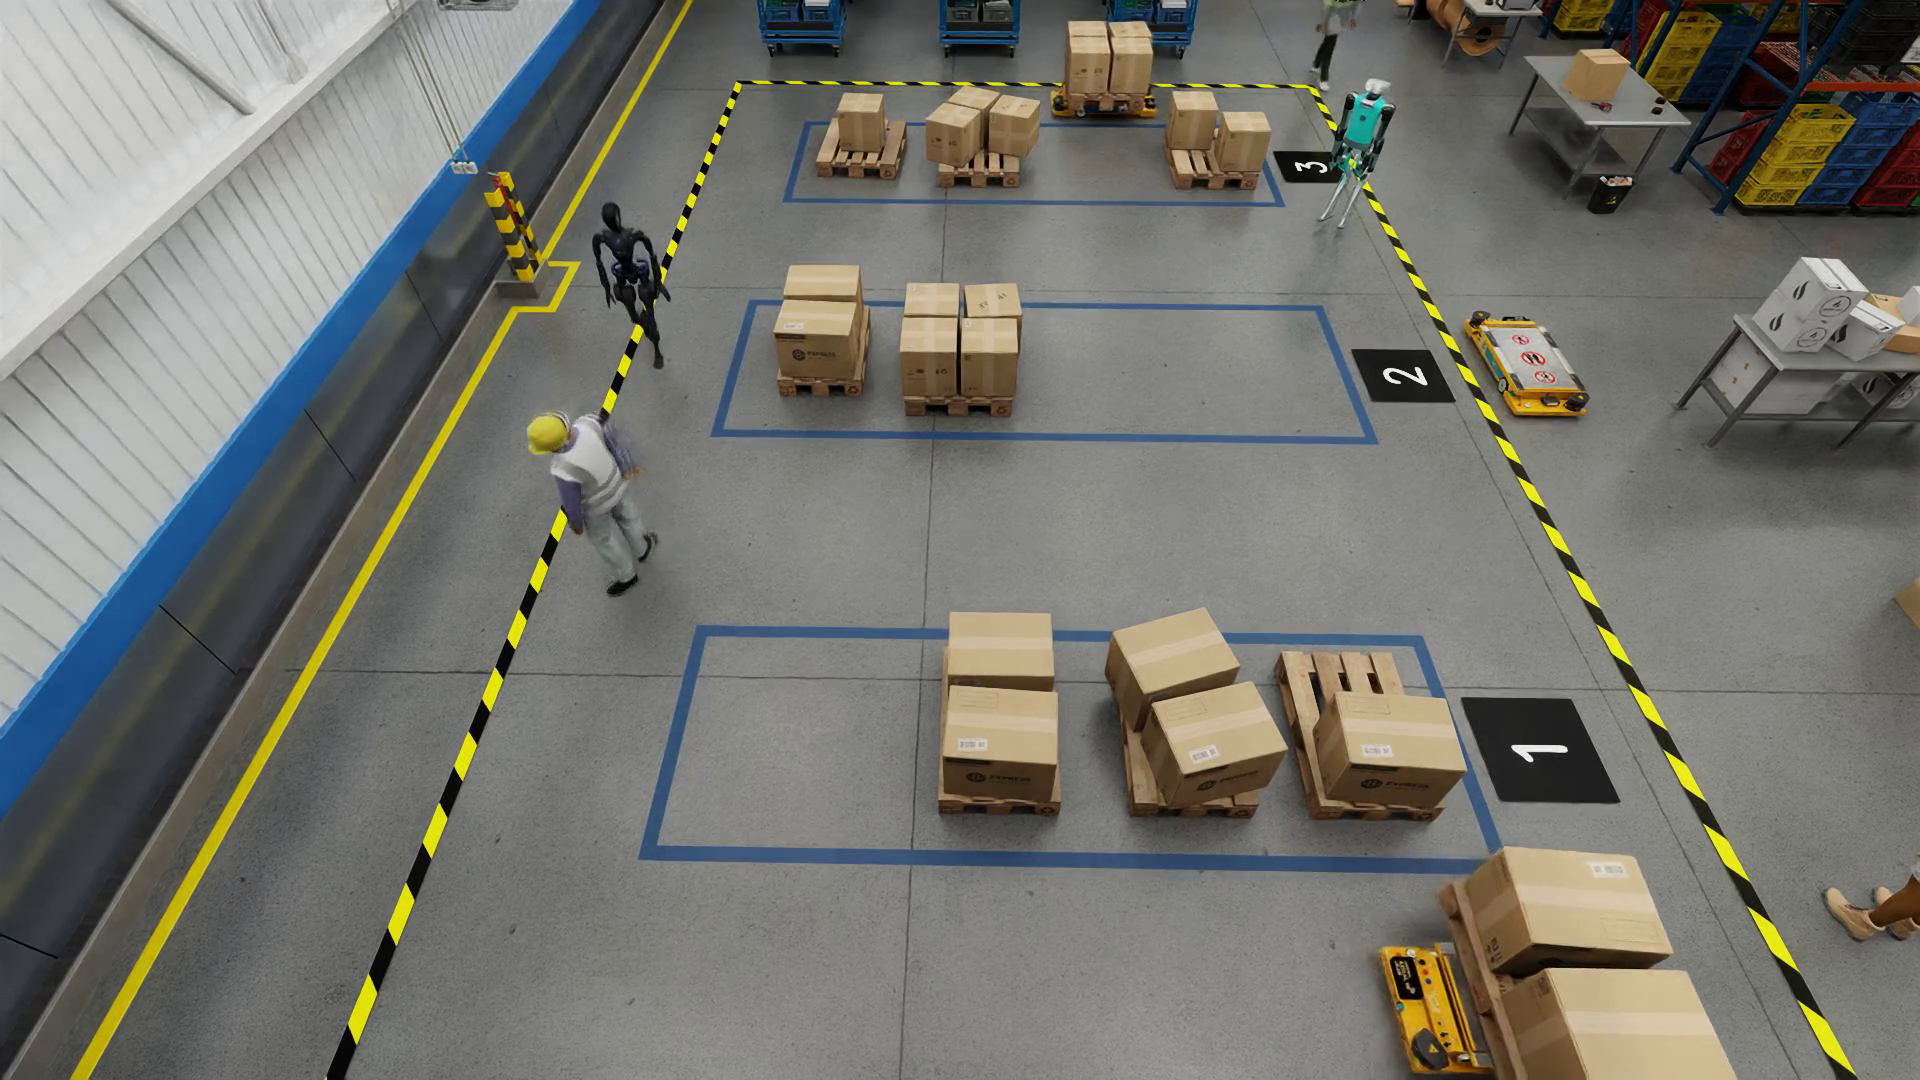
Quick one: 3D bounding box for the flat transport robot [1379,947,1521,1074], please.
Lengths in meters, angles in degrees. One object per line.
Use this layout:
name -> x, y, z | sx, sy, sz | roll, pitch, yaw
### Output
flat transport robot -> 3.224, 2.660, 5.212 | 1.431, 0.197, 0.652 | 1, 49, 1

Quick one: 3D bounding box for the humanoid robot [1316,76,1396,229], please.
humanoid robot -> 4.483, -4.351, 10.240 | 0.533, 1.675, 0.735 | 33, 57, 25

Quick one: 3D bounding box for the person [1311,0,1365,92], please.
person -> 5.331, -7.333, 12.880 | 0.612, 1.786, 0.842 | -19, 52, -15

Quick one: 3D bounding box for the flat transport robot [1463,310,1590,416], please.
flat transport robot -> 5.573, -1.757, 9.054 | 0.659, 0.231, 1.431 | 1, 49, 1

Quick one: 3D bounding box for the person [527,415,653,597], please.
person -> -2.696, -0.353, 6.846 | 0.407, 1.781, 0.702 | 11, 50, 9

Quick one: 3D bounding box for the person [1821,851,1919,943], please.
person -> 5.580, 1.654, 4.929 | 0.611, 2.041, 0.391 | 1, 49, 1

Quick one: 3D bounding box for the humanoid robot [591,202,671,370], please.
humanoid robot -> -3.115, -2.494, 8.778 | 0.608, 1.636, 0.694 | -8, 50, -7

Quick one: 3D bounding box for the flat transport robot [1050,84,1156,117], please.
flat transport robot -> 2.006, -6.203, 12.884 | 1.431, 0.197, 0.652 | 1, 49, 1
